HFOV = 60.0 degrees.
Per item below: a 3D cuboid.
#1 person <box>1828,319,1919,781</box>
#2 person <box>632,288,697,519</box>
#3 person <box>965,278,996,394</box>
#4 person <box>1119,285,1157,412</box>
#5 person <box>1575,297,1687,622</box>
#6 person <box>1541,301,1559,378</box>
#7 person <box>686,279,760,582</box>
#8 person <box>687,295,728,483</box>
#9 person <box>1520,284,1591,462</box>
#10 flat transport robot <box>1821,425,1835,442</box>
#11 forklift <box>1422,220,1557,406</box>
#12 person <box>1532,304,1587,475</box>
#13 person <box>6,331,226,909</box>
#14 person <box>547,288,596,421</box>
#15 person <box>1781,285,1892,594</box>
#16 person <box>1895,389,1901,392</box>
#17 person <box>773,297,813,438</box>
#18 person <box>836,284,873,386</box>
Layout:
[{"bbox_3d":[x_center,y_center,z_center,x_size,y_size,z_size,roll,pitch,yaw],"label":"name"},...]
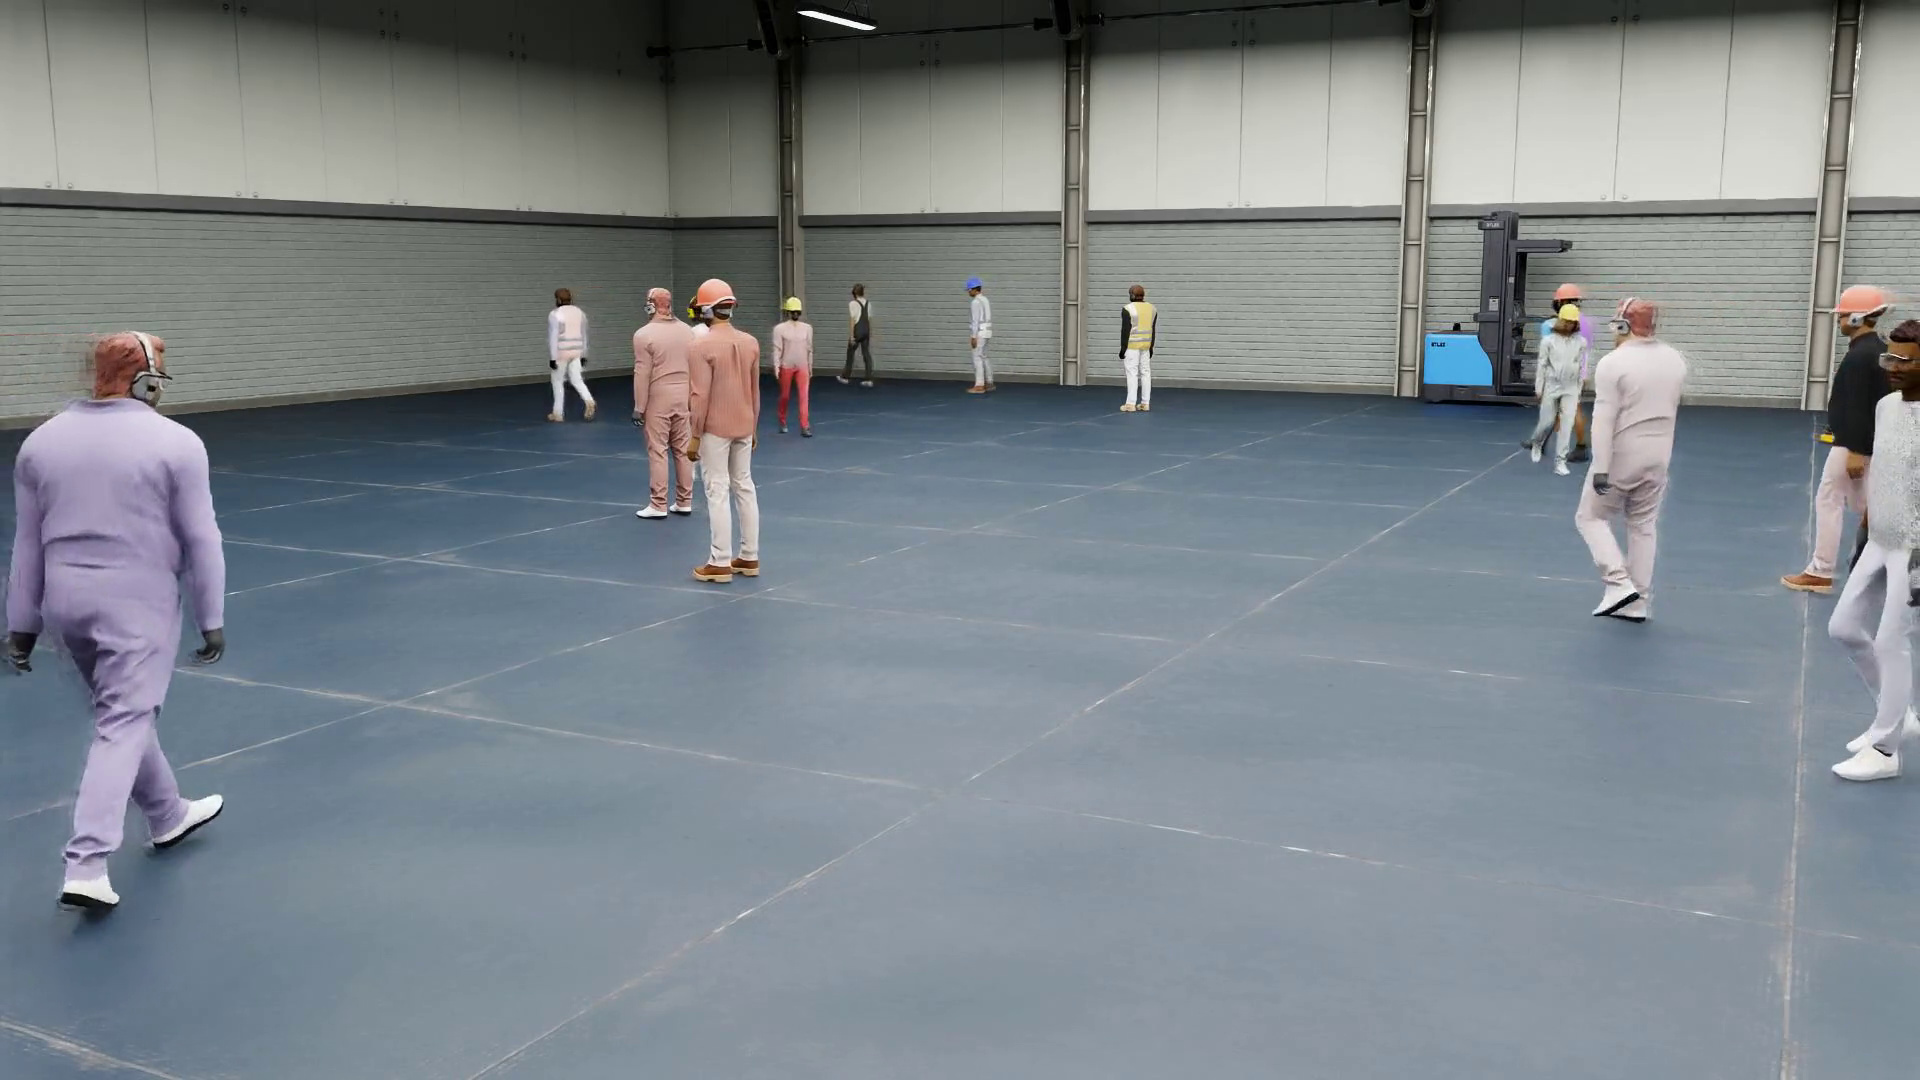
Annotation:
[{"bbox_3d":[3.774,0.040,6.733,0.429,1.857,0.594,-1,9,-4],"label":"person"},{"bbox_3d":[-2.476,-1.137,13.847,0.410,1.907,0.642,7,12,38],"label":"person"},{"bbox_3d":[0.332,-3.435,27.970,0.516,1.920,0.659,3,10,17],"label":"person"},{"bbox_3d":[2.581,-2.810,24.366,0.633,1.840,0.429,-6,11,-34],"label":"person"},{"bbox_3d":[3.907,-0.463,9.732,0.657,1.893,0.415,-3,10,-20],"label":"person"},{"bbox_3d":[8.292,-2.530,23.133,0.540,1.682,0.540,-2,9,-9],"label":"person"},{"bbox_3d":[-1.586,-0.730,11.068,0.400,1.989,0.623,7,11,37],"label":"person"},{"bbox_3d":[-2.462,-1.444,16.034,0.511,1.820,0.997,-4,10,-23],"label":"person"},{"bbox_3d":[6.496,-1.822,18.091,0.571,1.892,0.934,-9,13,-43],"label":"person"},{"bbox_3d":[10.900,-1.200,19.392,0.652,0.197,1.431,-4,10,-24],"label":"flat transport robot"},{"bbox_3d":[8.245,-3.527,25.720,1.873,2.768,1.129,5,10,27],"label":"forklift"},{"bbox_3d":[6.105,-1.552,16.972,0.483,1.721,0.649,0,9,0],"label":"person"},{"bbox_3d":[-2.811,0.247,5.530,0.691,1.859,1.015,2,9,10],"label":"person"},{"bbox_3d":[-5.330,-2.524,22.670,0.782,1.819,0.637,7,12,39],"label":"person"},{"bbox_3d":[5.751,-0.618,10.478,0.837,1.969,0.625,8,12,41],"label":"person"},{"bbox_3d":[8.689,-1.184,15.009,0.368,1.625,0.567,-3,10,-20],"label":"person"},{"bbox_3d":[-2.101,-2.175,20.800,0.538,1.726,0.894,-4,10,-23],"label":"person"},{"bbox_3d":[-1.859,-3.664,29.737,0.523,1.805,0.880,-8,12,-40],"label":"person"}]
